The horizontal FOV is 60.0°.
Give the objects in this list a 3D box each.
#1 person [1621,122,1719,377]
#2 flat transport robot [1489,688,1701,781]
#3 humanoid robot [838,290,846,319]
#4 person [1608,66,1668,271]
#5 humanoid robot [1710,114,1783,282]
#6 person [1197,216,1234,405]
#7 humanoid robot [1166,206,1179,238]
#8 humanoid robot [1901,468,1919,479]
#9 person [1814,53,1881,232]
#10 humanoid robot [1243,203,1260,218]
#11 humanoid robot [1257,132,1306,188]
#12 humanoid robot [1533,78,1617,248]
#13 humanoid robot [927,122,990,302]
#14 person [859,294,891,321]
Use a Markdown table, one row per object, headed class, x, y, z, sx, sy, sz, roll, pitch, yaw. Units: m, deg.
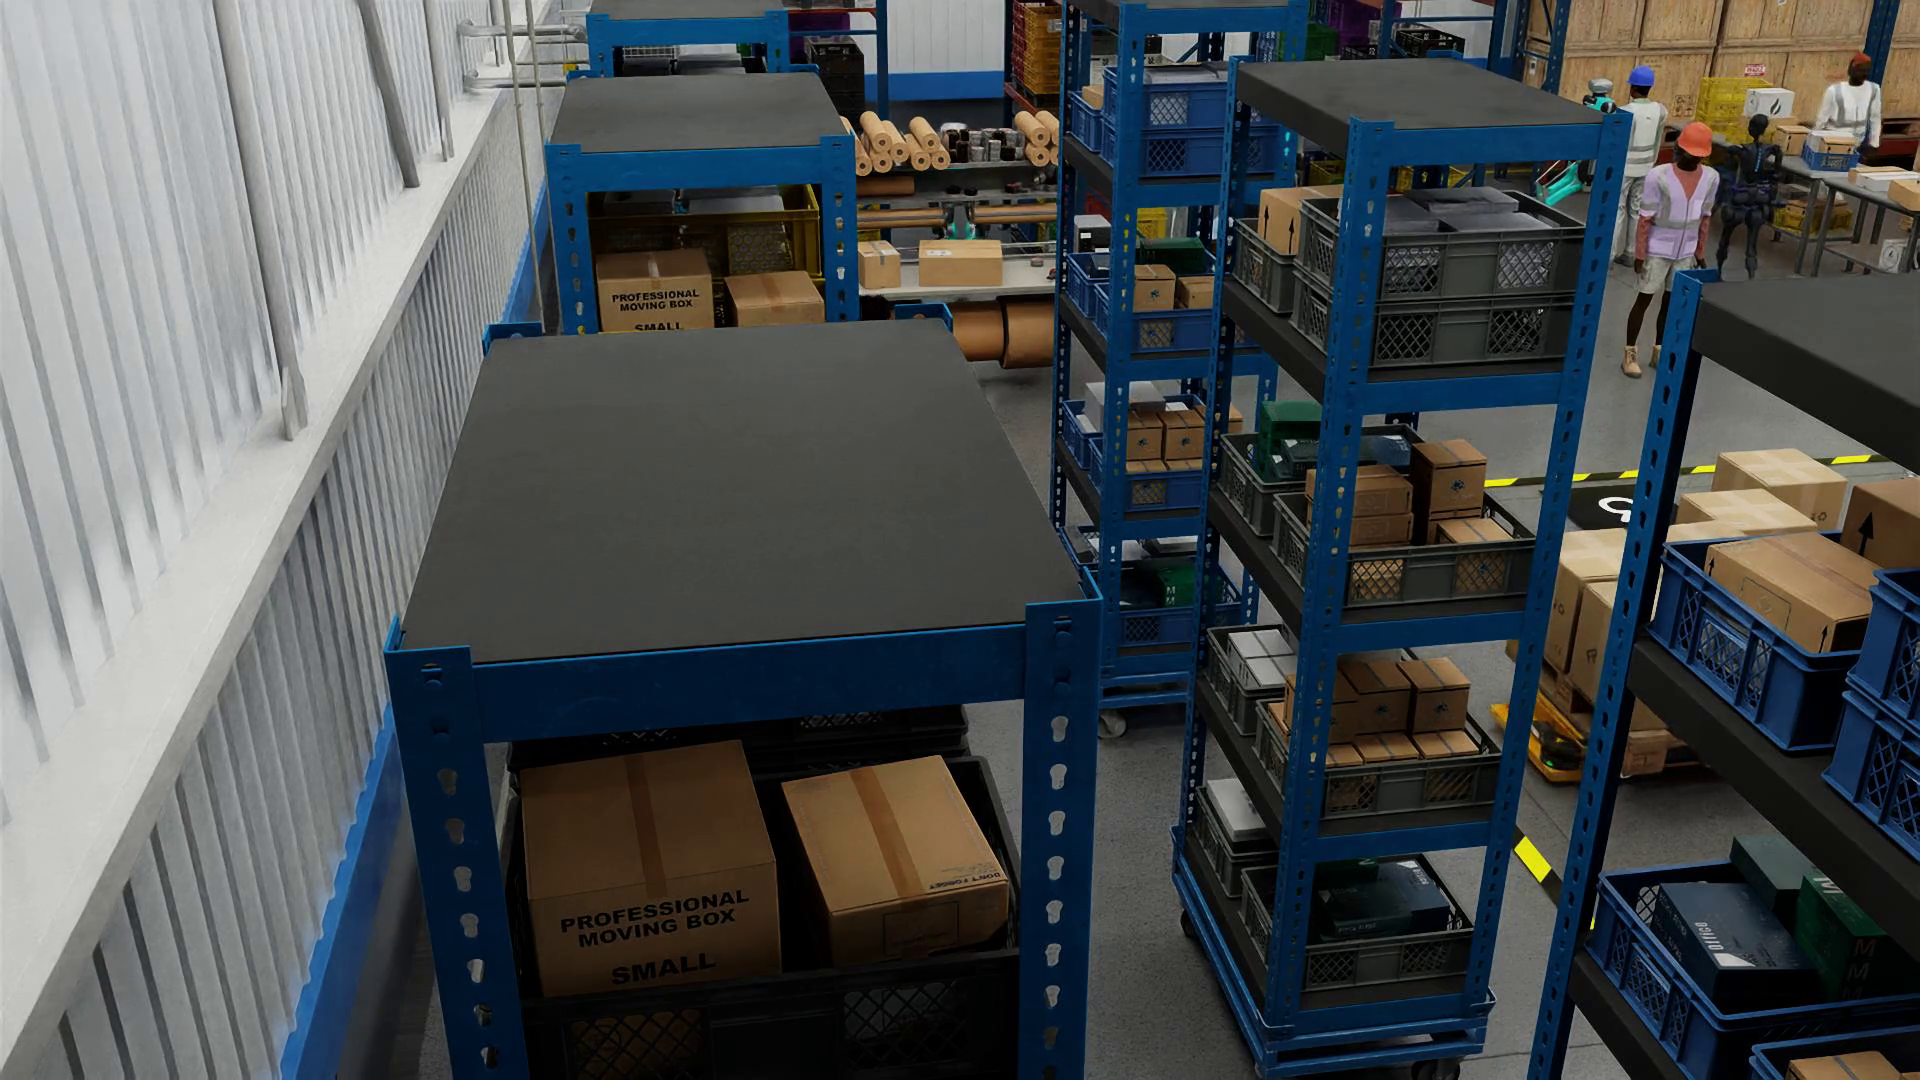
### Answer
| class | x | y | z | sx | sy | sz | roll | pitch | yaw |
| --- | --- | --- | --- | --- | --- | --- | --- | --- | --- |
| person | 5.630 | -2.281 | 13.149 | 0.604 | 2.033 | 0.393 | -2 | 25 | -5 |
| flat transport robot | 3.470 | 0.897 | 8.315 | 1.431 | 0.197 | 0.652 | -4 | 25 | -9 |
| humanoid robot | -0.931 | -1.159 | 11.174 | 0.616 | 1.623 | 0.777 | -19 | 31 | -35 |
| person | 6.465 | -3.581 | 16.074 | 0.600 | 1.948 | 0.382 | -9 | 26 | -19 |
| humanoid robot | 7.304 | -3.115 | 15.447 | 0.597 | 1.636 | 0.782 | 1 | 25 | 3 |
| person | 1.695 | -1.265 | 11.151 | 0.360 | 1.852 | 0.596 | -4 | 25 | -9 |
| humanoid robot | 2.267 | -3.748 | 16.528 | 0.533 | 1.677 | 0.735 | 4 | 25 | 10 |
| humanoid robot | 6.443 | -1.131 | 10.839 | 0.735 | 1.677 | 0.533 | -12 | 27 | -25 |
| person | 9.300 | -4.132 | 17.410 | 0.582 | 1.826 | 1.016 | -3 | 25 | -6 |
| humanoid robot | 2.634 | -2.862 | 14.830 | 0.584 | 1.645 | 0.355 | -19 | 31 | -36 |
| humanoid robot | 3.013 | -3.264 | 15.561 | 0.530 | 1.735 | 0.696 | -3 | 25 | -6 |
| humanoid robot | 5.984 | -3.687 | 16.434 | 0.738 | 1.693 | 0.530 | -2 | 25 | -4 |
| humanoid robot | -0.026 | -2.622 | 14.301 | 0.576 | 1.804 | 0.828 | 1 | 25 | 2 |
| person | -0.472 | -0.405 | 9.159 | 0.626 | 1.960 | 0.362 | 20 | 31 | 36 |
